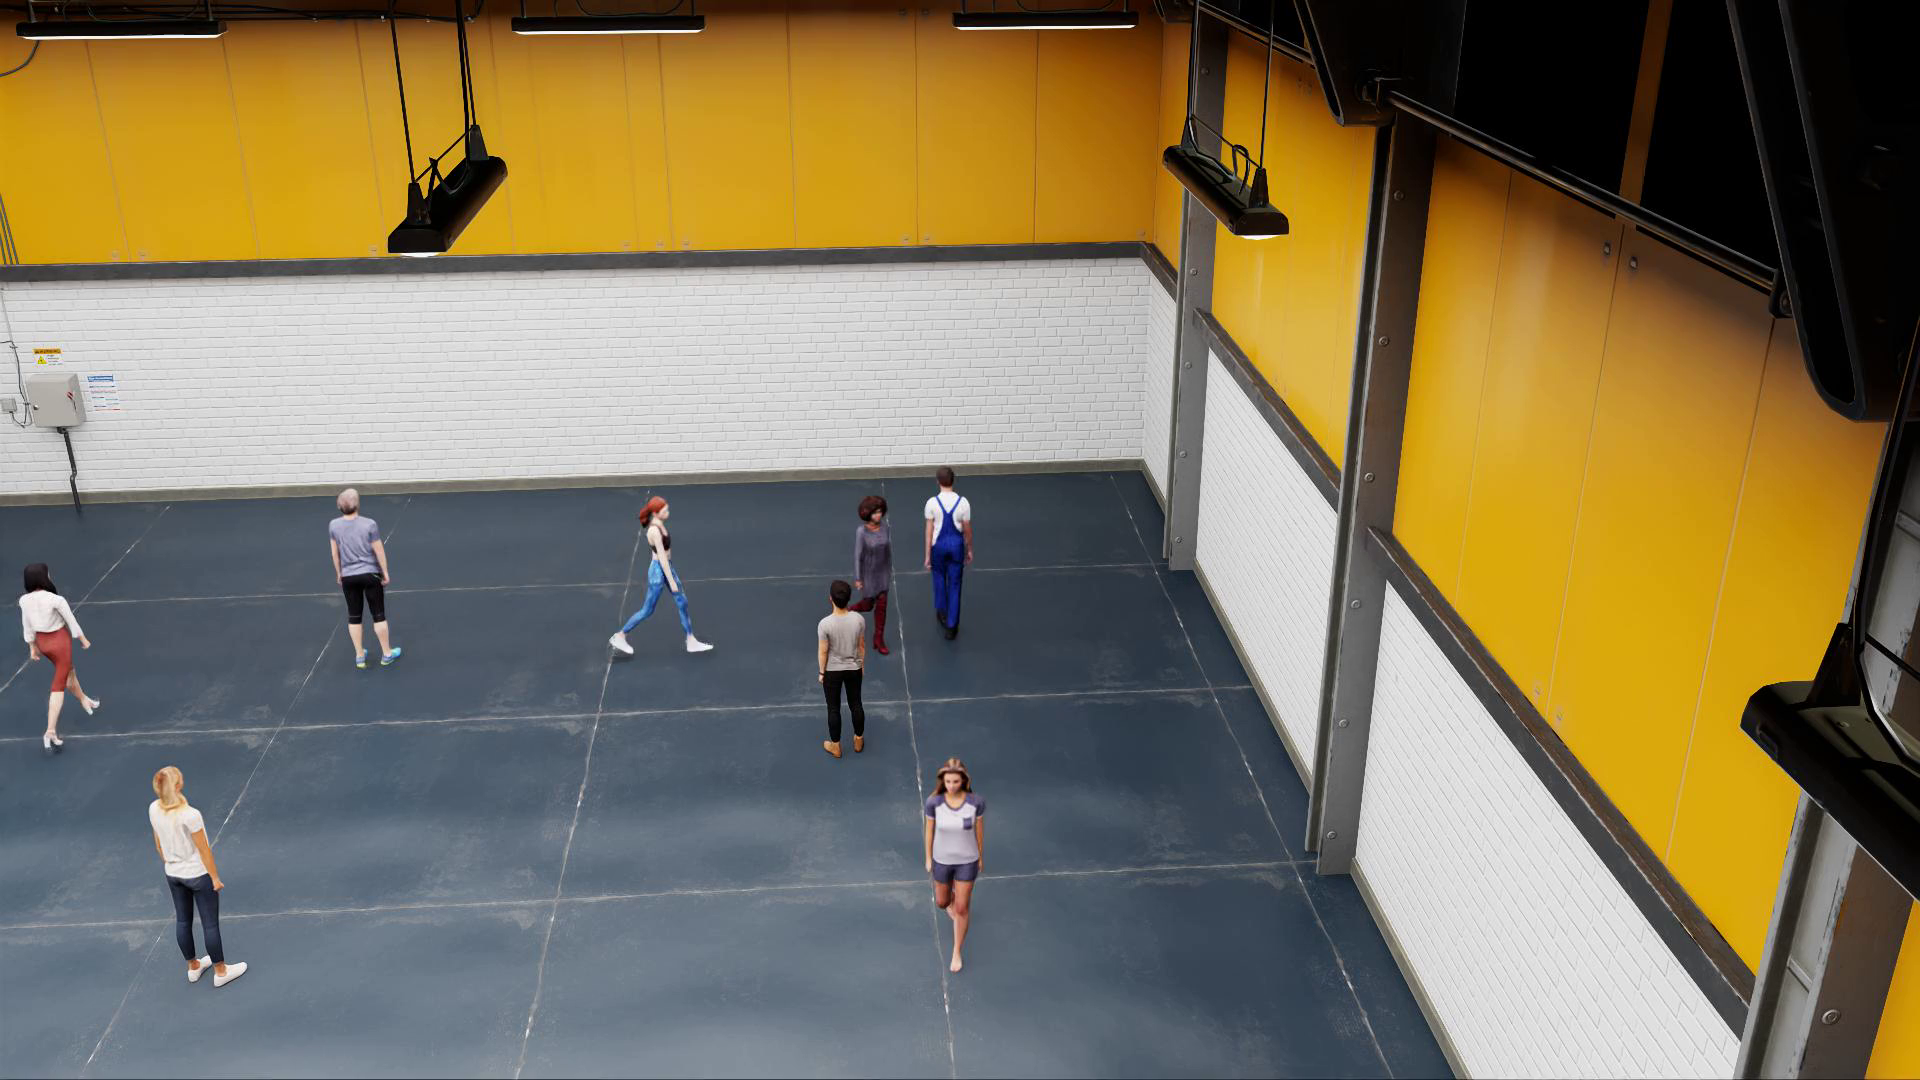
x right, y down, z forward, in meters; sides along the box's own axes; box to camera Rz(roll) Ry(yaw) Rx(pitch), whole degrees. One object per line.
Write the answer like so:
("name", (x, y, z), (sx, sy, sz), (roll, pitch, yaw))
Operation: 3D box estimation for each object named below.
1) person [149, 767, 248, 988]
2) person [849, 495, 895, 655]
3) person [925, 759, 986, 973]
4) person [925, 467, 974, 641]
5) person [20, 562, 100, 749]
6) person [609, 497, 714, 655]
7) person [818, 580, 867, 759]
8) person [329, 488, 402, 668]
("person", (-5.586, 2.434, 12.051), (0.654, 1.809, 0.625), (7, 25, 15))
("person", (-0.927, 0.336, 16.990), (0.857, 1.697, 0.973), (-18, 29, -35))
("person", (-0.024, 2.337, 12.393), (0.686, 1.713, 0.953), (2, 24, 4))
("person", (-0.130, 0.167, 17.216), (0.684, 1.825, 0.826), (0, 24, 0))
("person", (-8.340, 1.083, 15.276), (0.812, 1.701, 1.184), (4, 24, 9))
("person", (-3.112, 0.416, 16.753), (0.614, 1.740, 1.196), (-2, 24, -4))
("person", (-1.067, 1.156, 15.081), (0.661, 1.724, 0.621), (-9, 25, -20))
("person", (-6.000, 0.375, 16.664), (0.664, 1.887, 0.550), (-1, 24, -3))
